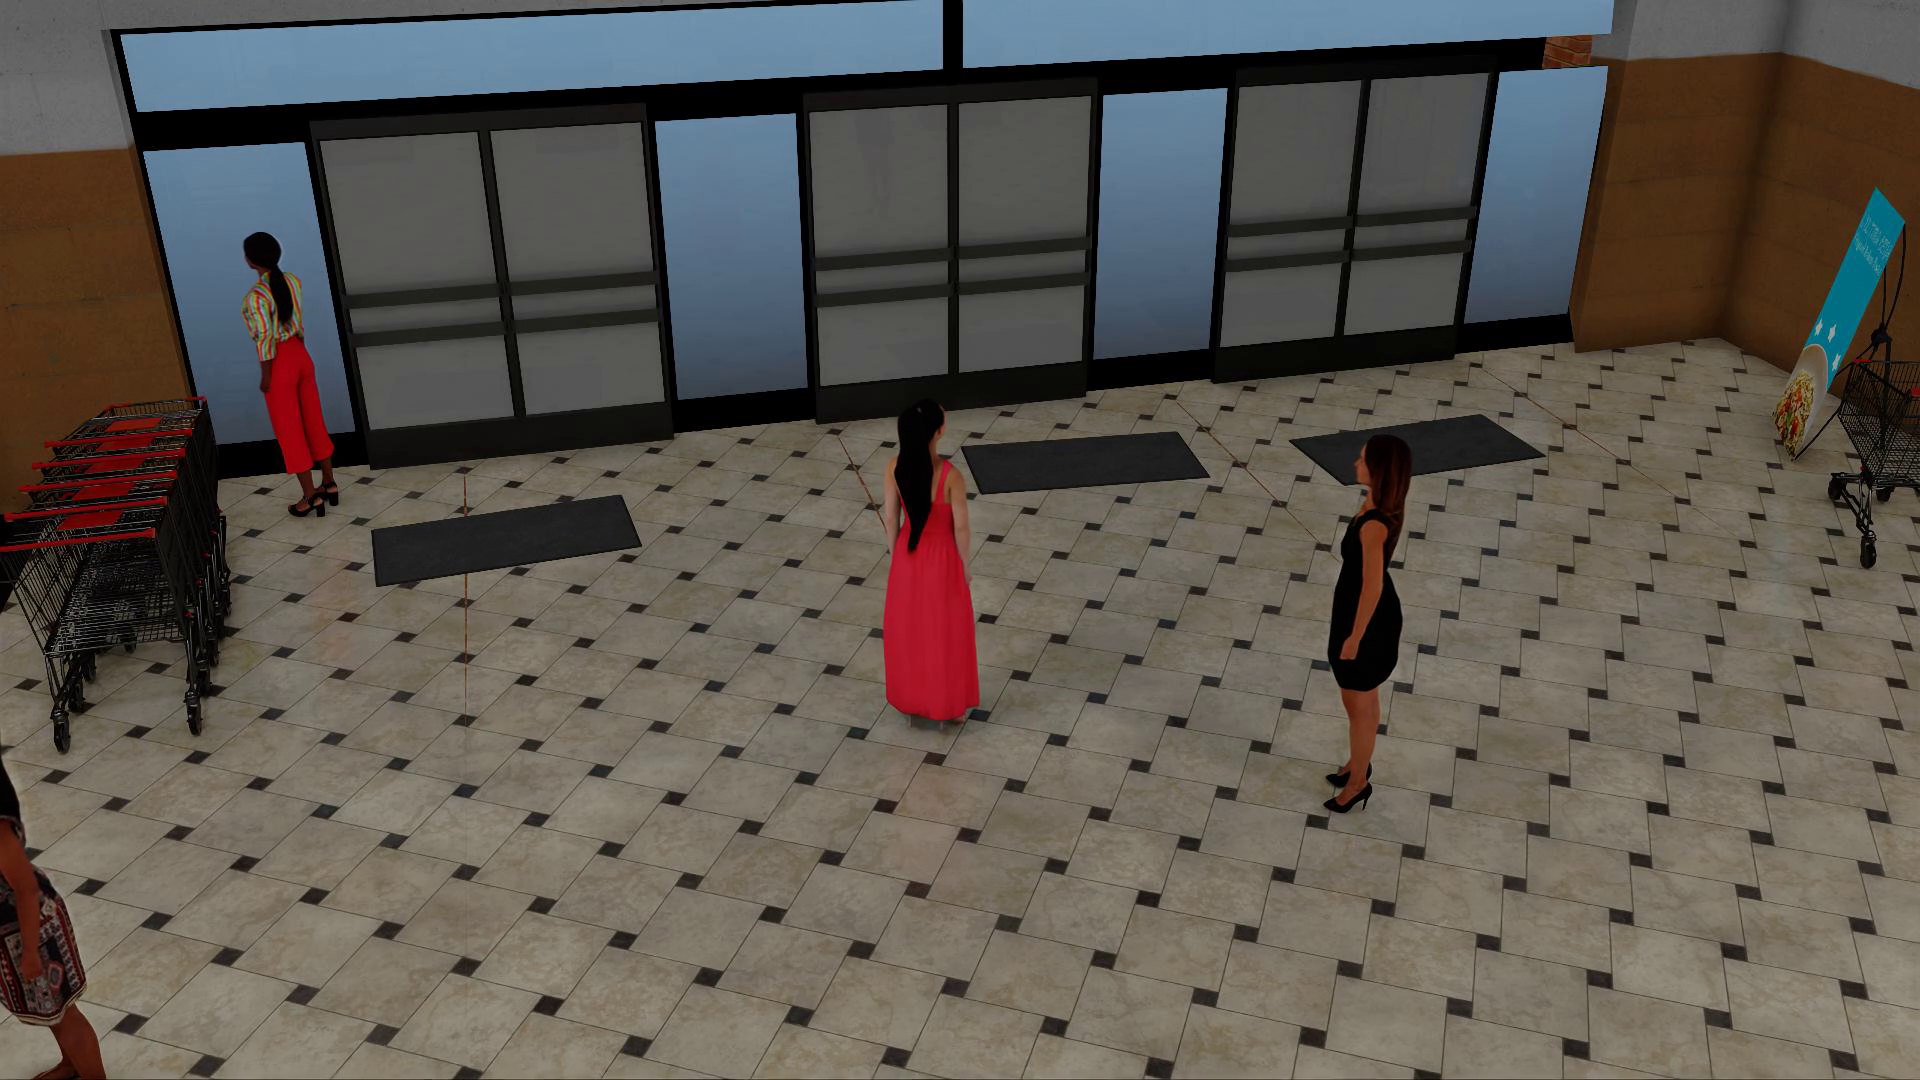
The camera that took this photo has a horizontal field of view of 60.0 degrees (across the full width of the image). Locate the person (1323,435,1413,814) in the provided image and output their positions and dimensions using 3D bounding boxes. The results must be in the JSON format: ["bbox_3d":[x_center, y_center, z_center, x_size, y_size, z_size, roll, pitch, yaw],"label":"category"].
[{"bbox_3d":[1.780,0.391,7.307,0.731,1.834,0.638,9,28,17],"label":"person"}]

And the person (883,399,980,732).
[{"bbox_3d":[-0.156,0.136,7.930,0.717,1.727,0.759,11,29,20],"label":"person"}]

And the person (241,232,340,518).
[{"bbox_3d":[-4.078,-0.994,10.086,0.738,1.793,0.632,8,28,15],"label":"person"}]

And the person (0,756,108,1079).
[{"bbox_3d":[-3.223,1.312,5.701,0.784,1.644,0.640,-23,35,-37],"label":"person"}]
